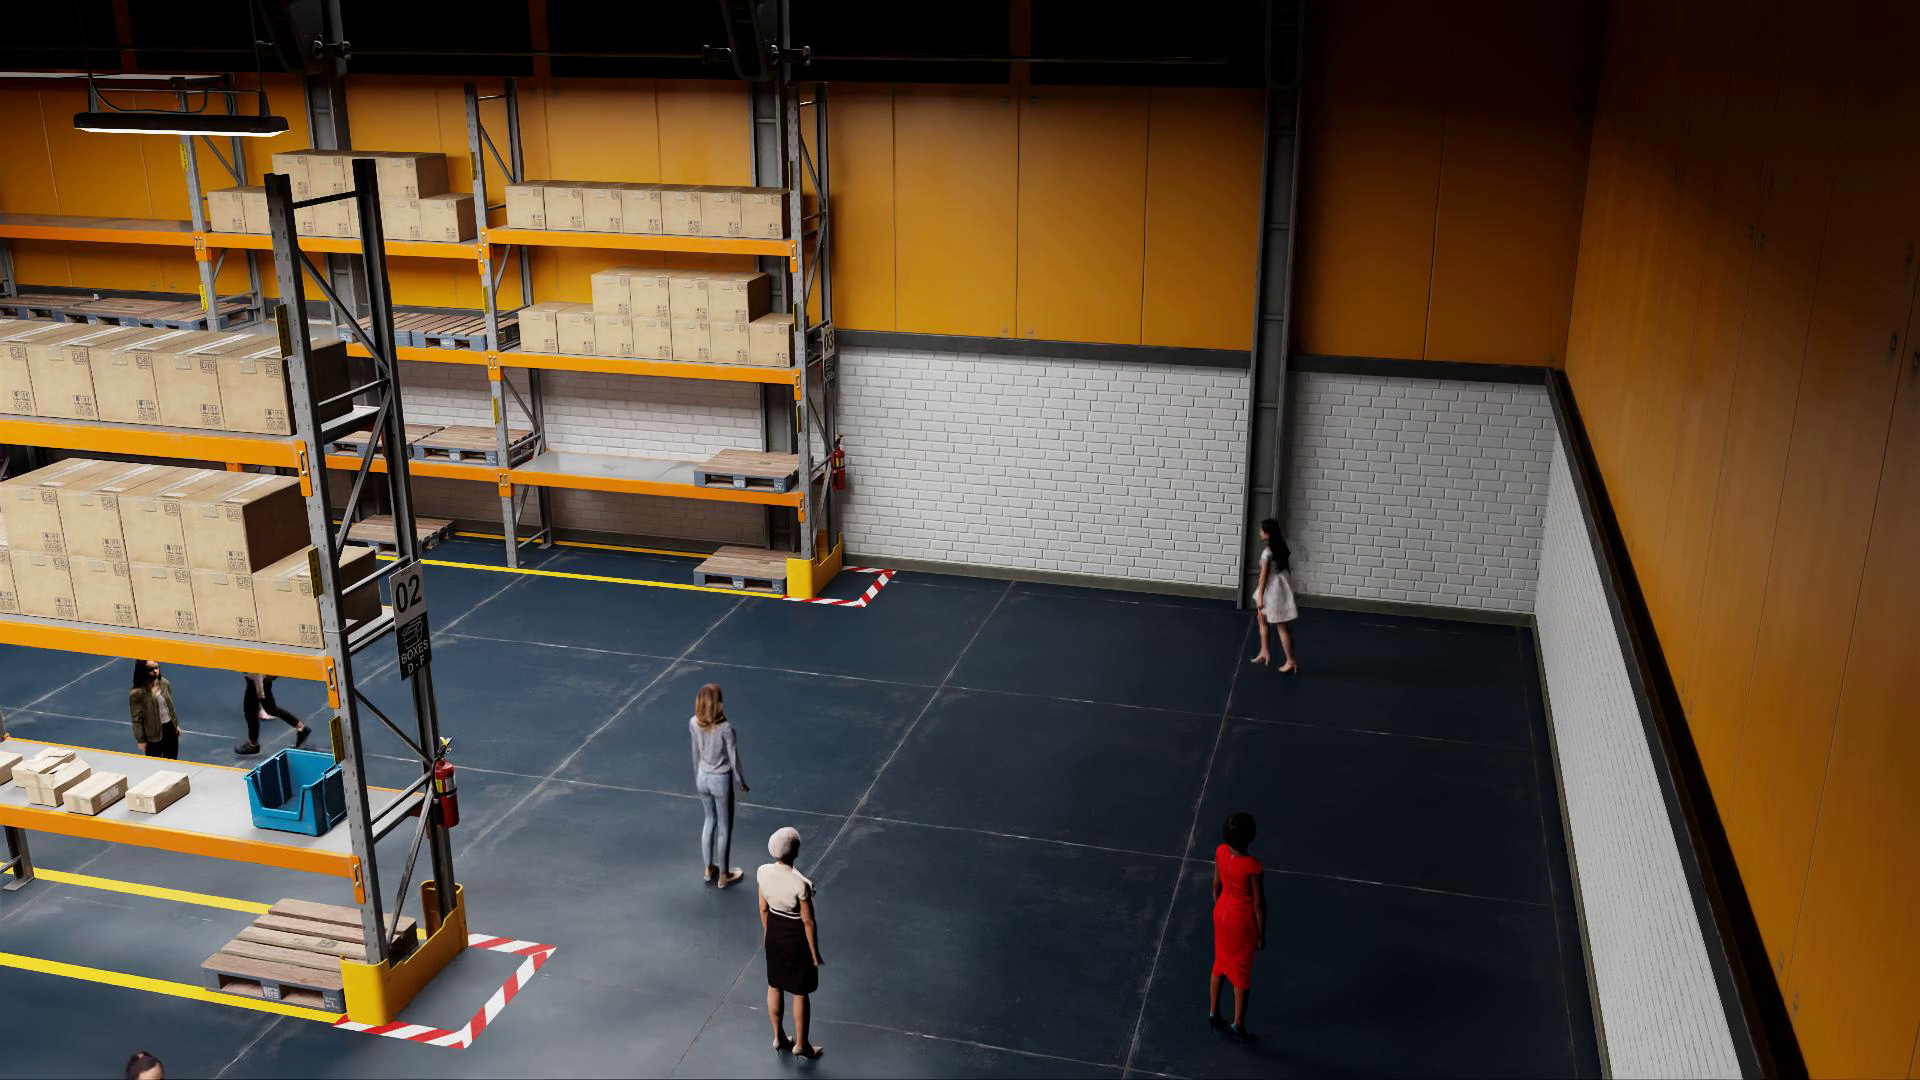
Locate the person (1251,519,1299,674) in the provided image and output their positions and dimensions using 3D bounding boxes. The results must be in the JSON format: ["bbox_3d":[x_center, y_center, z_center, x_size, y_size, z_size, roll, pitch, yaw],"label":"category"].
[{"bbox_3d":[3.418,0.632,17.702,0.894,1.734,0.758,16,24,39],"label":"person"}]

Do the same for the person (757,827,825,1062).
[{"bbox_3d":[-1.166,2.760,11.349,0.573,1.756,0.743,11,22,31],"label":"person"}]

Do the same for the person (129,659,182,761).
[{"bbox_3d":[-7.171,1.722,14.871,0.562,1.475,0.625,9,21,25],"label":"person"}]

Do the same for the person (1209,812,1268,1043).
[{"bbox_3d":[1.919,2.686,11.587,0.705,1.744,0.602,-16,24,-39],"label":"person"}]

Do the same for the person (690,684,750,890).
[{"bbox_3d":[-1.994,2.008,13.519,0.610,1.796,0.730,12,22,31],"label":"person"}]
